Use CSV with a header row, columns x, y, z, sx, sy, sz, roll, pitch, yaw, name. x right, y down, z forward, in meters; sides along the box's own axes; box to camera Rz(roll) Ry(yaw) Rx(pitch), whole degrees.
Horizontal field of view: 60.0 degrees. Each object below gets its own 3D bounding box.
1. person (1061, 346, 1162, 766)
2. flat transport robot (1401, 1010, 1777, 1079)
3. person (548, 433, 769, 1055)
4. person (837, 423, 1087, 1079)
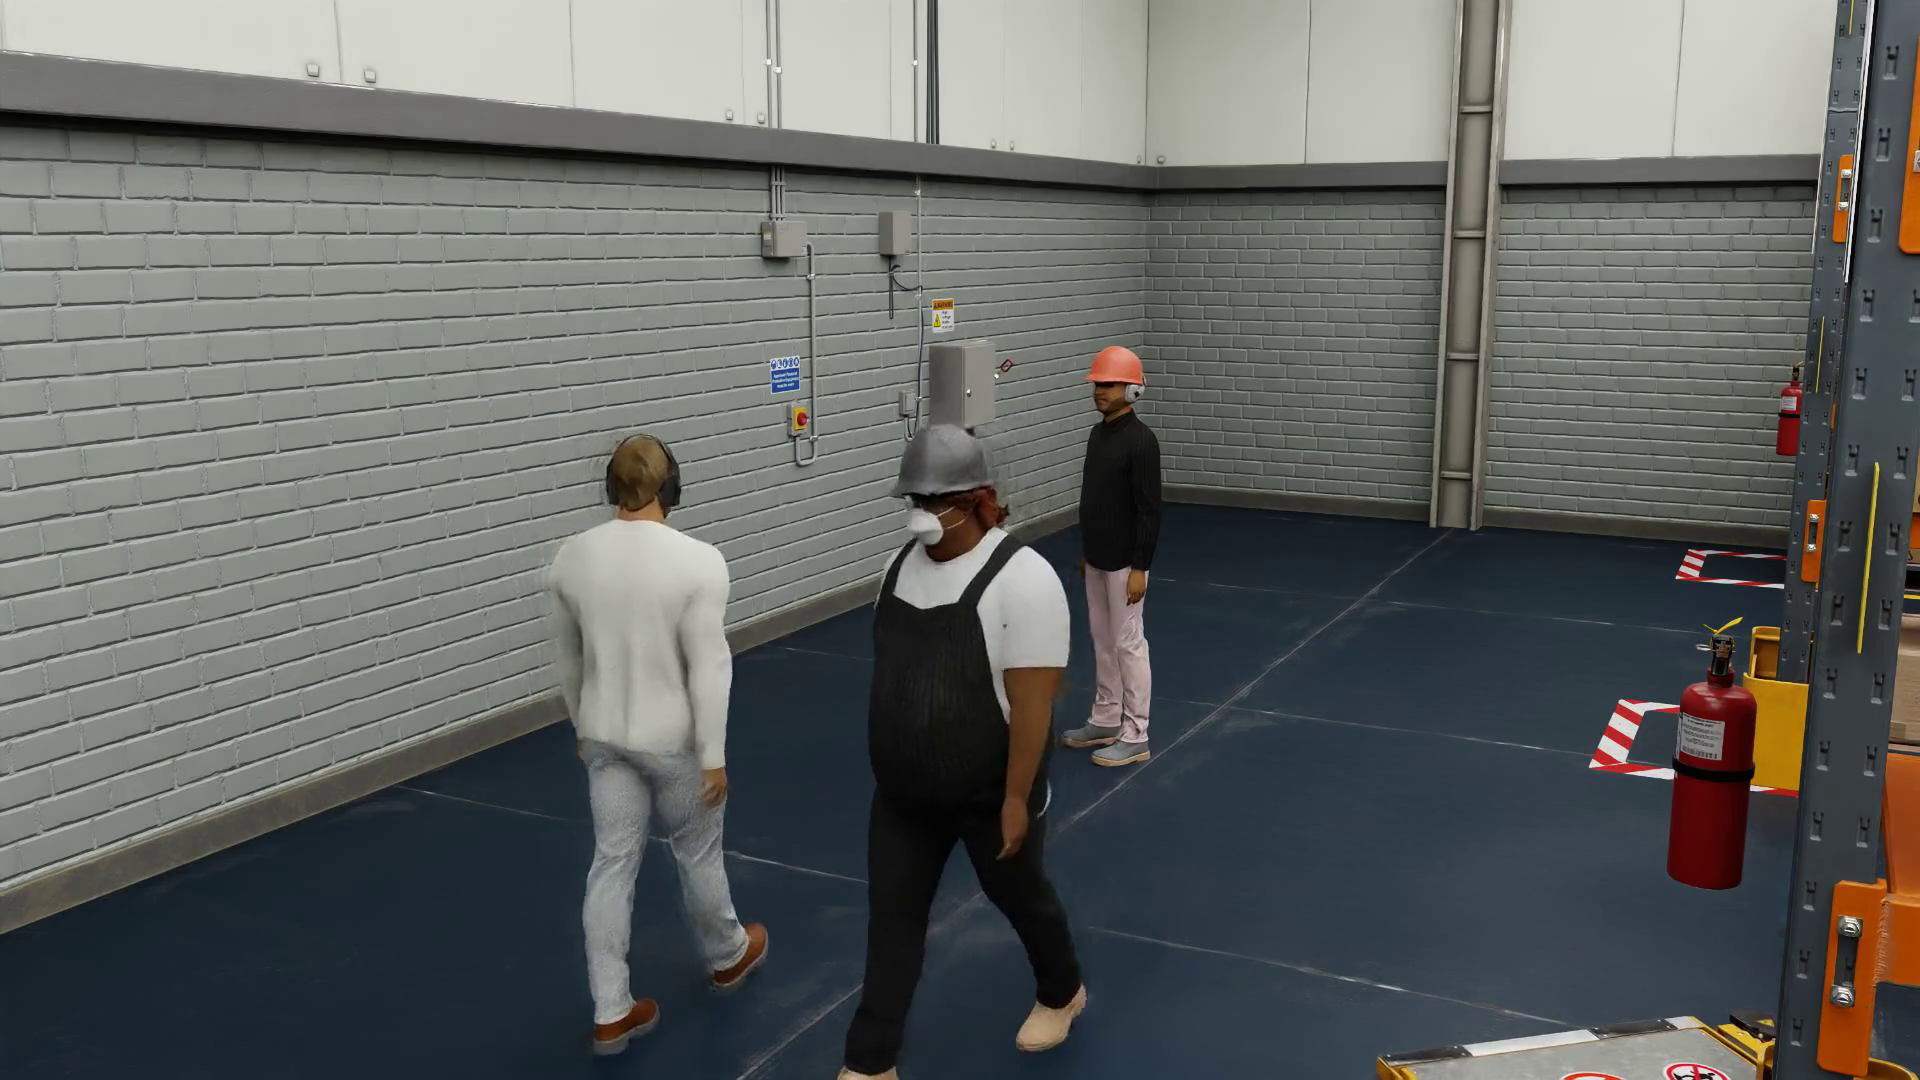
x,y,z,sx,sy,sz,roll,pitch,yaw,name
0.736,0.073,7.962,0.374,1.995,0.622,-4,11,-21,person
1.803,1.571,4.507,1.431,0.197,0.652,-3,11,-14,flat transport robot
-0.956,0.607,5.296,0.654,1.901,0.837,4,11,20,person
0.024,0.613,4.901,0.682,2.000,1.005,8,13,37,person
